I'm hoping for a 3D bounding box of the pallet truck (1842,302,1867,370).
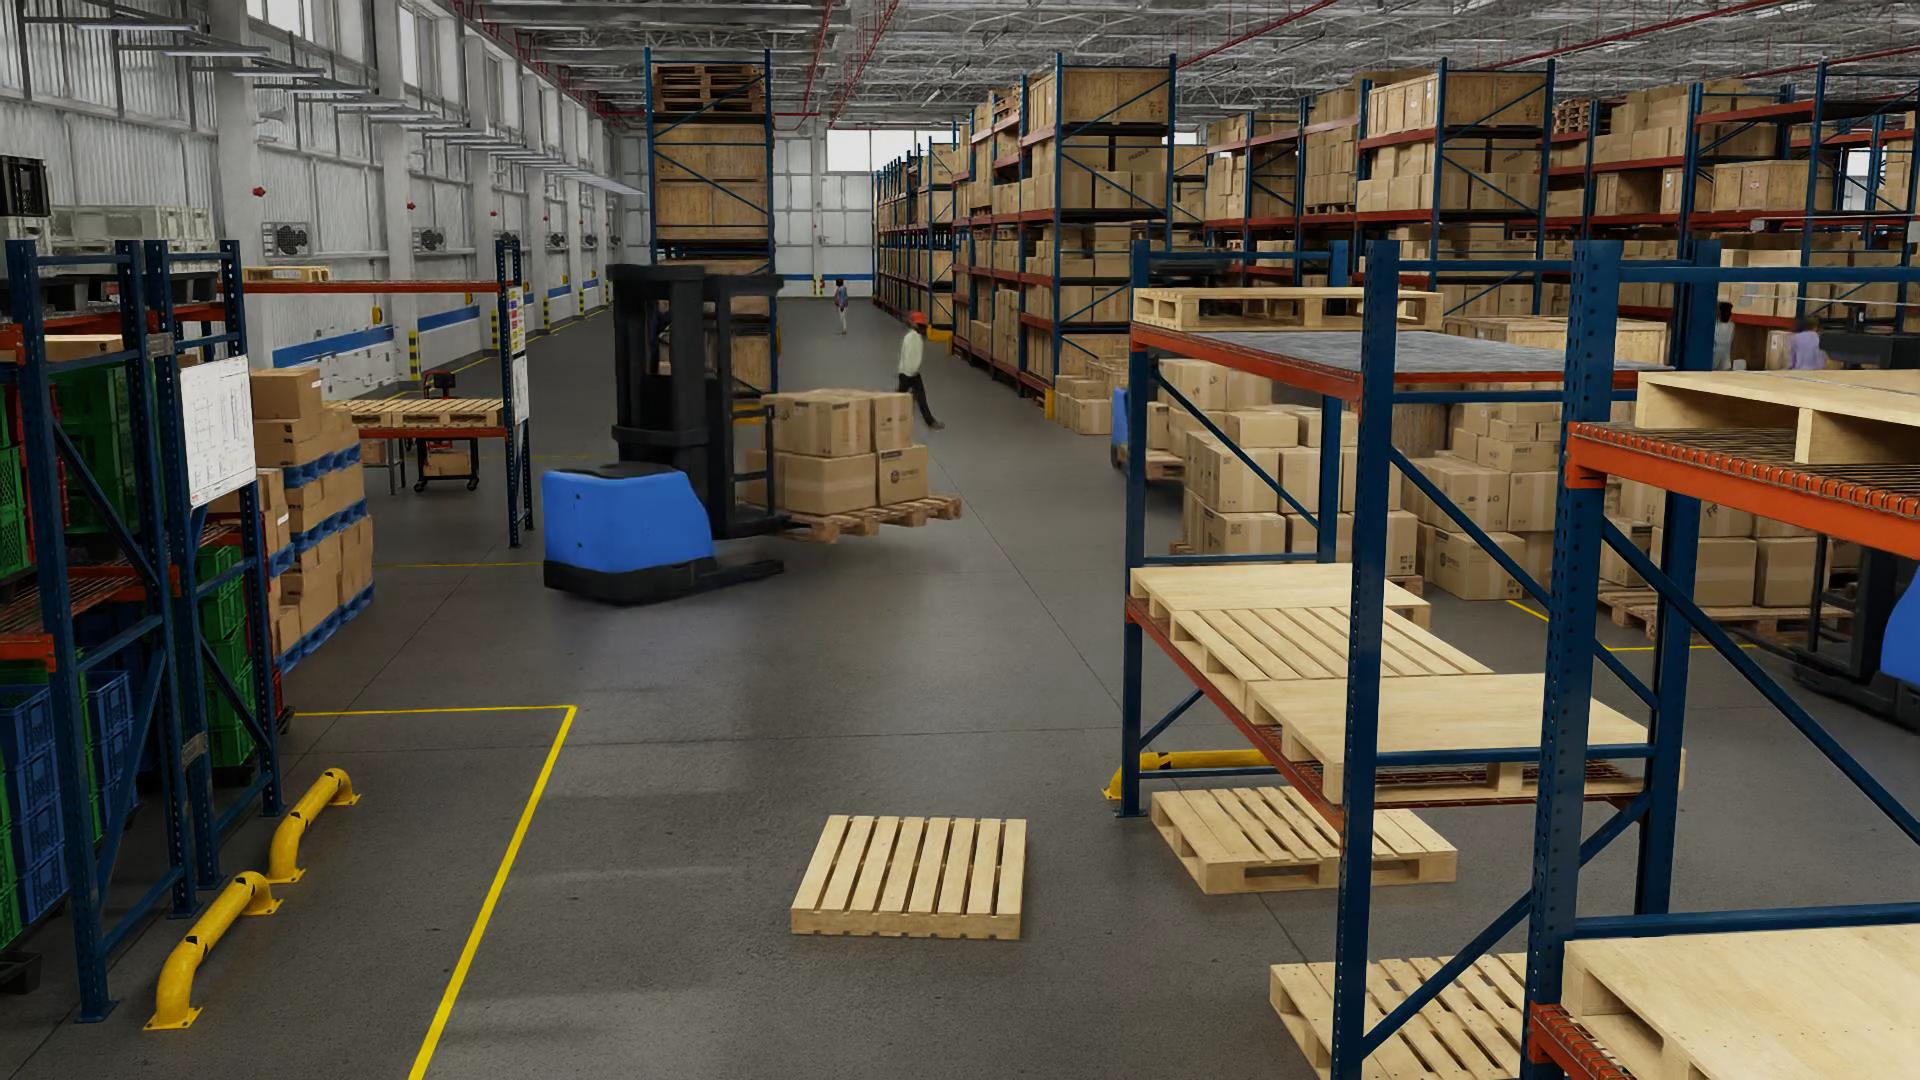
[{"bbox_3d":[15.846,-3.142,28.793,1.885,1.965,0.823,2,10,12],"label":"pallet truck"}]

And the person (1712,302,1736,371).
[{"bbox_3d":[13.916,-3.419,30.550,0.600,1.931,0.989,-2,10,-10],"label":"person"}]

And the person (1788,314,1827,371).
[{"bbox_3d":[13.073,-2.549,25.787,0.860,1.909,0.628,-5,11,-25],"label":"person"}]

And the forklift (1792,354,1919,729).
[{"bbox_3d":[6.352,-0.243,10.279,1.129,2.768,1.873,-1,10,-6],"label":"forklift"}]

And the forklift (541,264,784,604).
[{"bbox_3d":[-2.614,-0.991,14.426,1.129,2.768,1.873,9,13,40],"label":"forklift"}]

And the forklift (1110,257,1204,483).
[{"bbox_3d":[2.631,-2.235,21.317,1.129,2.768,1.873,-1,10,-6],"label":"forklift"}]

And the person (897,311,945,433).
[{"bbox_3d":[-0.731,-2.629,26.174,0.995,1.916,0.652,4,11,20],"label":"person"}]

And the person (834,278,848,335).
[{"bbox_3d":[-3.824,-7.525,53.549,0.429,1.836,0.633,-2,10,-11],"label":"person"}]

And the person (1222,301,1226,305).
[{"bbox_3d":[8.896,-7.803,54.653,0.629,1.994,1.065,-2,10,-8],"label":"person"}]
